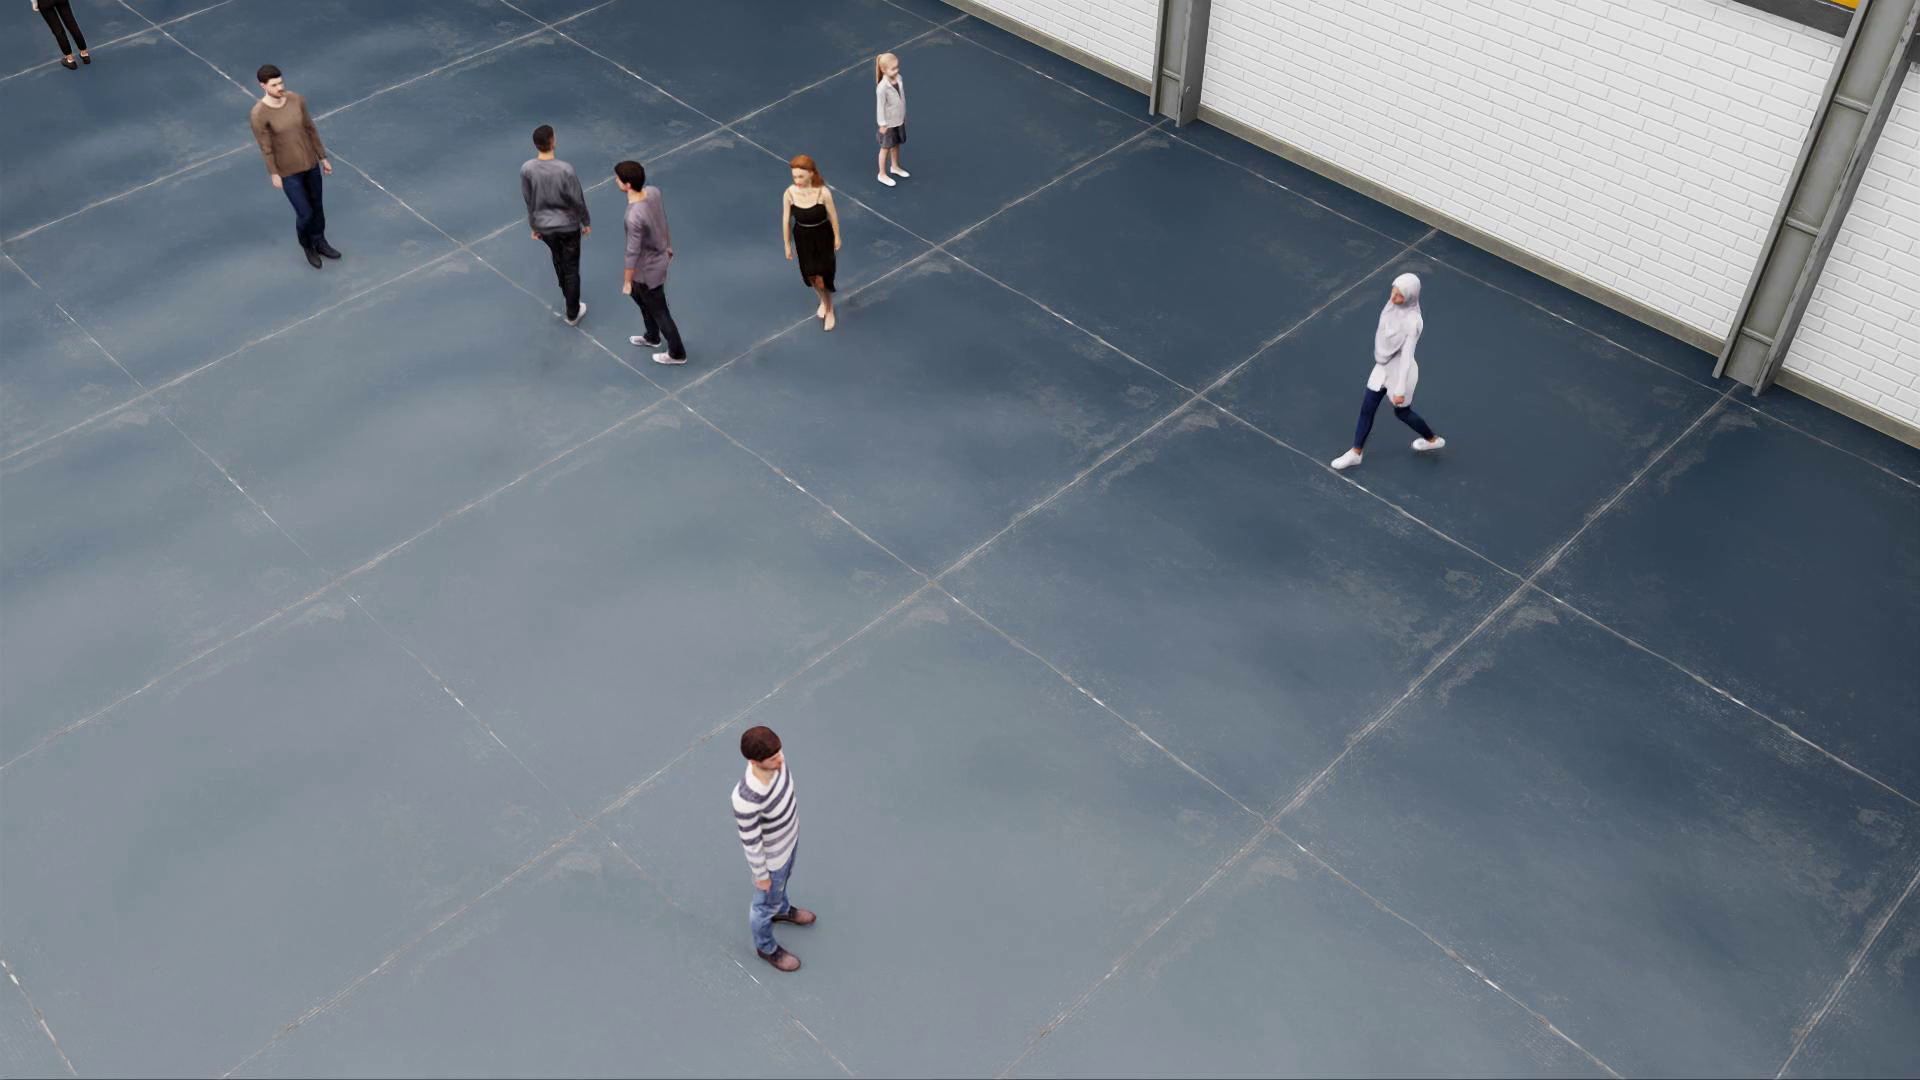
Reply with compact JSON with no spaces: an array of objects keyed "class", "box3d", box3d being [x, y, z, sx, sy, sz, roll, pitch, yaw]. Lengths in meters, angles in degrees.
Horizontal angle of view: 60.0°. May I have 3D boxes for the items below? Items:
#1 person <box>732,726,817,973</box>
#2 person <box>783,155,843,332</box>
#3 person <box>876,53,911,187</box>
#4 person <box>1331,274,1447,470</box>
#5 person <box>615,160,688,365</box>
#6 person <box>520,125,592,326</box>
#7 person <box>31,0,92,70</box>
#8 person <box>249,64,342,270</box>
[{"class":"person","box3d":[-1.042,1.642,9.079,0.713,1.853,0.721,10,45,11]},{"class":"person","box3d":[-1.162,-2.467,13.577,0.768,1.598,0.818,5,44,6]},{"class":"person","box3d":[-0.642,-3.891,15.306,0.554,1.275,0.533,26,49,25]},{"class":"person","box3d":[3.274,-1.225,12.176,1.078,1.731,1.148,-7,44,-8]},{"class":"person","box3d":[-2.352,-2.150,13.073,0.966,1.834,0.913,7,44,7]},{"class":"person","box3d":[-3.282,-2.509,13.514,0.858,1.746,0.911,3,44,3]},{"class":"person","box3d":[-9.217,-5.509,16.852,0.464,1.484,0.549,33,53,30]},{"class":"person","box3d":[-5.702,-3.213,14.160,0.651,1.875,0.689,26,49,25]}]
